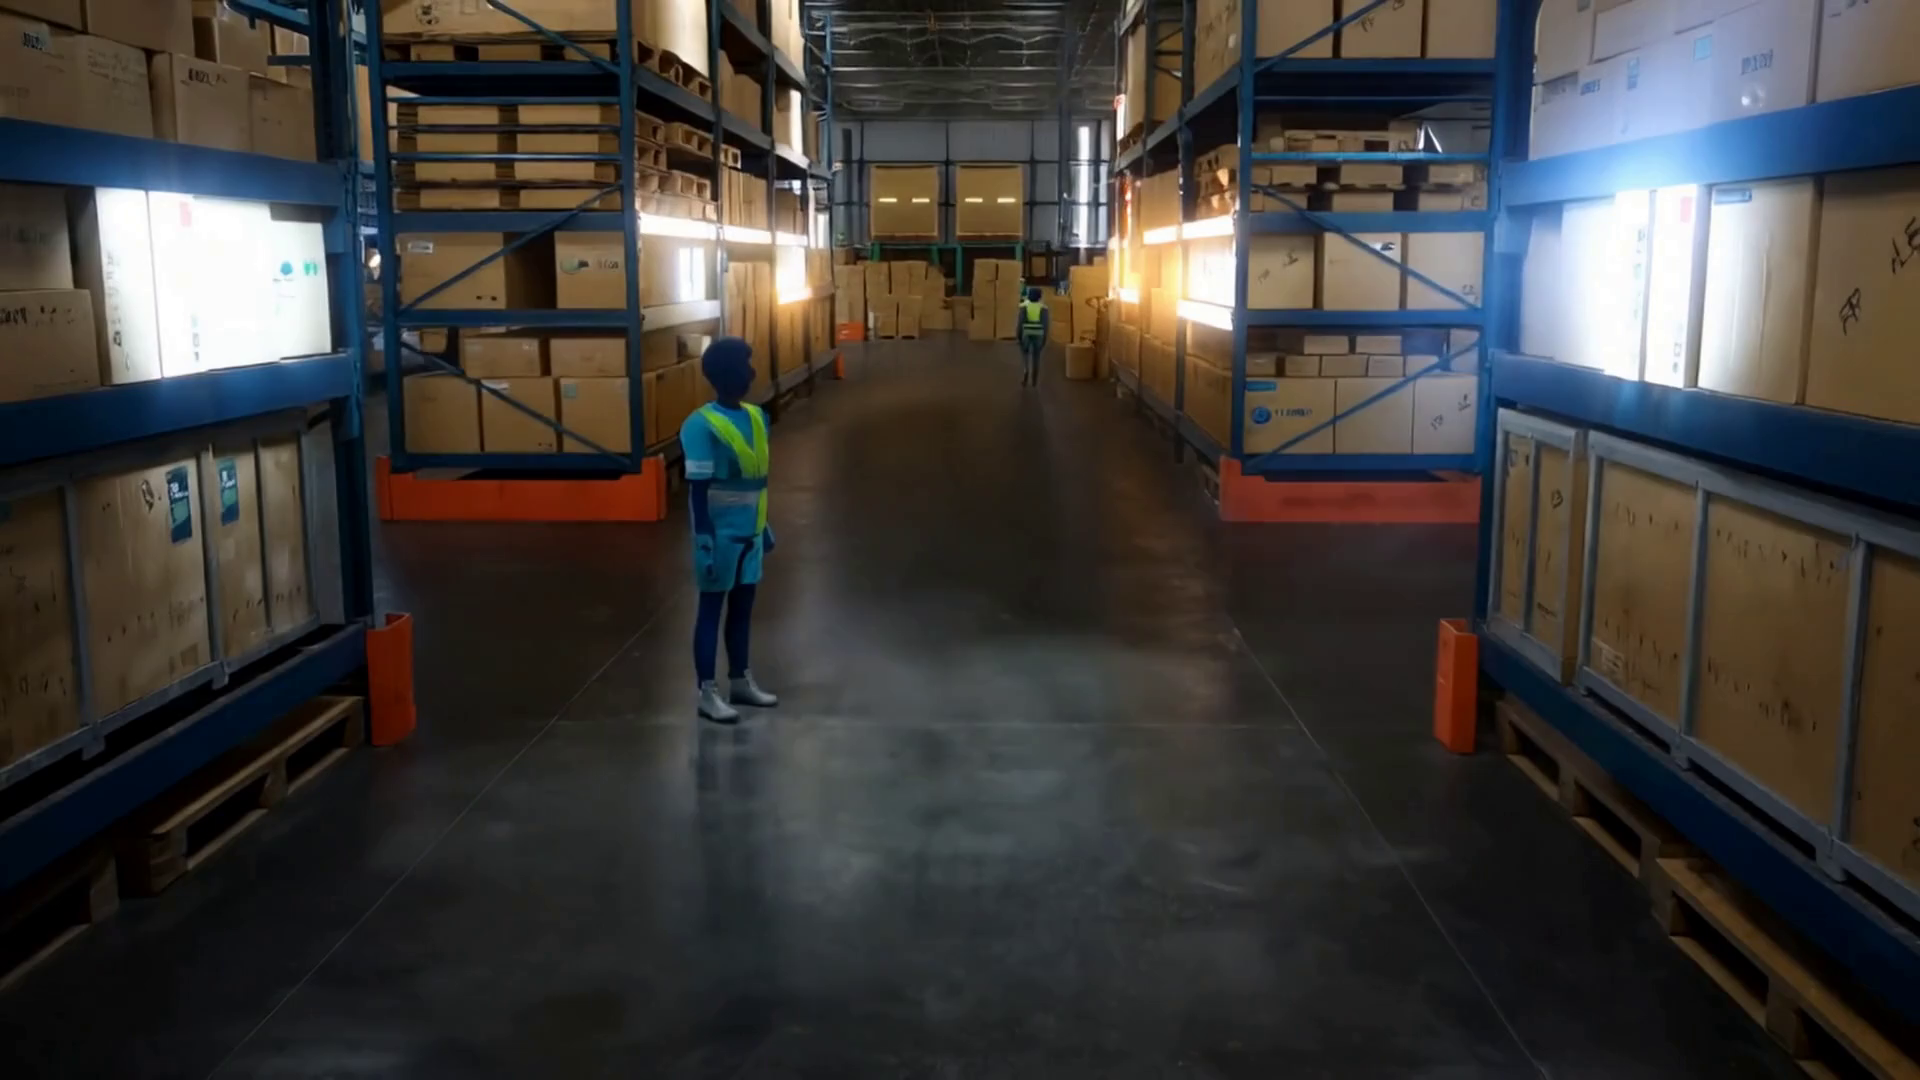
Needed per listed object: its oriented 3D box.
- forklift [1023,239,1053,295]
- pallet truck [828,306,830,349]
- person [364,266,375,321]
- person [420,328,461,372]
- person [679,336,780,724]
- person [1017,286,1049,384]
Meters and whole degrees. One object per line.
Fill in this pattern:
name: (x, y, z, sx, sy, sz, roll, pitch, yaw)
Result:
forklift: (2.745, -9.048, 57.760, 1.129, 2.768, 1.873, 7, 12, 38)
pallet truck: (-3.100, -3.940, 29.800, 1.885, 1.965, 0.823, 3, 10, 19)
person: (-19.586, -8.089, 54.869, 0.633, 1.927, 0.644, -4, 10, -21)
person: (-6.187, -2.210, 19.776, 0.615, 1.887, 0.463, 4, 10, 23)
person: (-1.016, -0.051, 7.398, 0.318, 1.700, 0.534, 5, 11, 29)
person: (1.214, -3.411, 27.736, 0.552, 1.619, 0.541, 0, 9, -1)
